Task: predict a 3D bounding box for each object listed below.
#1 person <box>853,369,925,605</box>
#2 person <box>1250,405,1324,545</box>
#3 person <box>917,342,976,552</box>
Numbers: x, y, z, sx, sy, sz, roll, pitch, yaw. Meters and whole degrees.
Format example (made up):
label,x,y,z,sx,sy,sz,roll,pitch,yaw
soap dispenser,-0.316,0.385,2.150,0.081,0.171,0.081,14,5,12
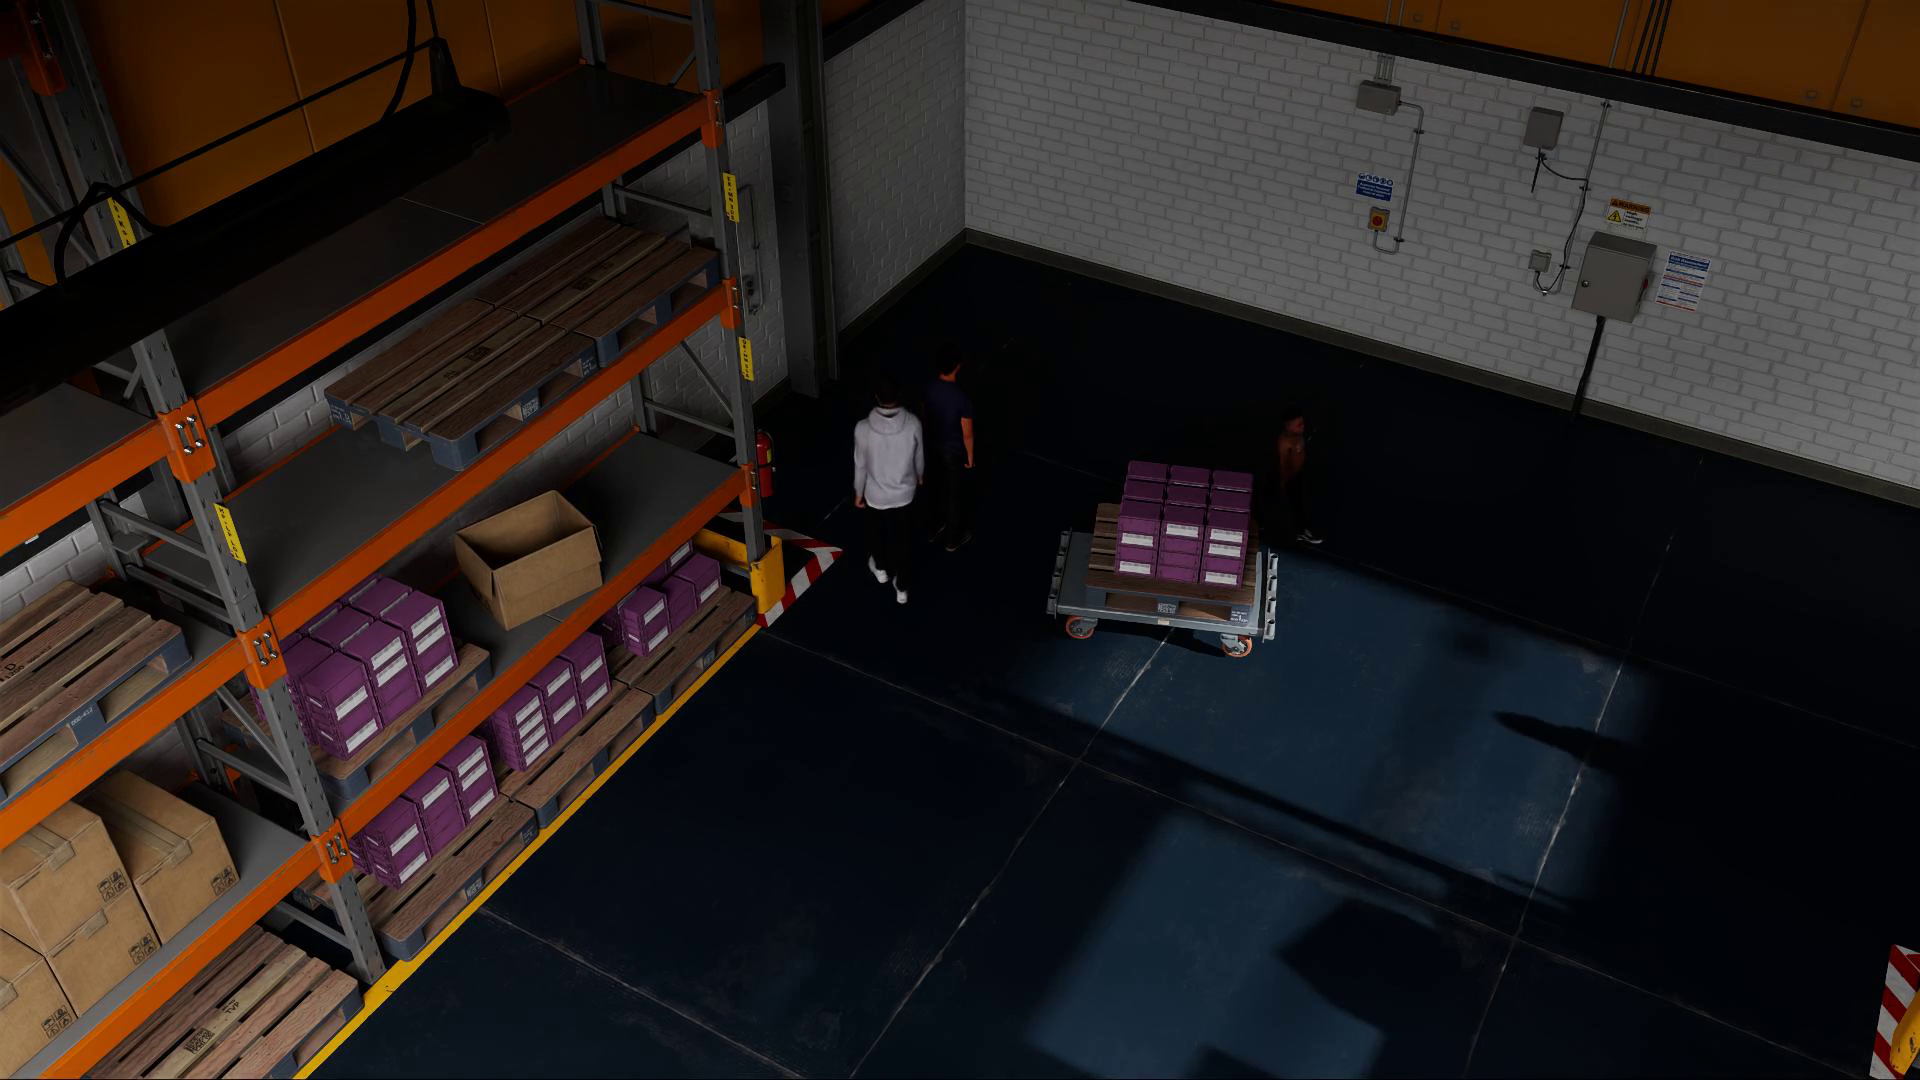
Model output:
label,x,y,z,sx,sy,sz,roll,pitch,yaw
person,-0.495,-0.318,12.130,0.914,1.908,0.973,-8,39,-10
person,2.456,-0.527,12.942,0.618,1.220,0.855,22,44,26
person,-0.121,-0.710,12.715,0.627,1.790,0.530,18,42,21
